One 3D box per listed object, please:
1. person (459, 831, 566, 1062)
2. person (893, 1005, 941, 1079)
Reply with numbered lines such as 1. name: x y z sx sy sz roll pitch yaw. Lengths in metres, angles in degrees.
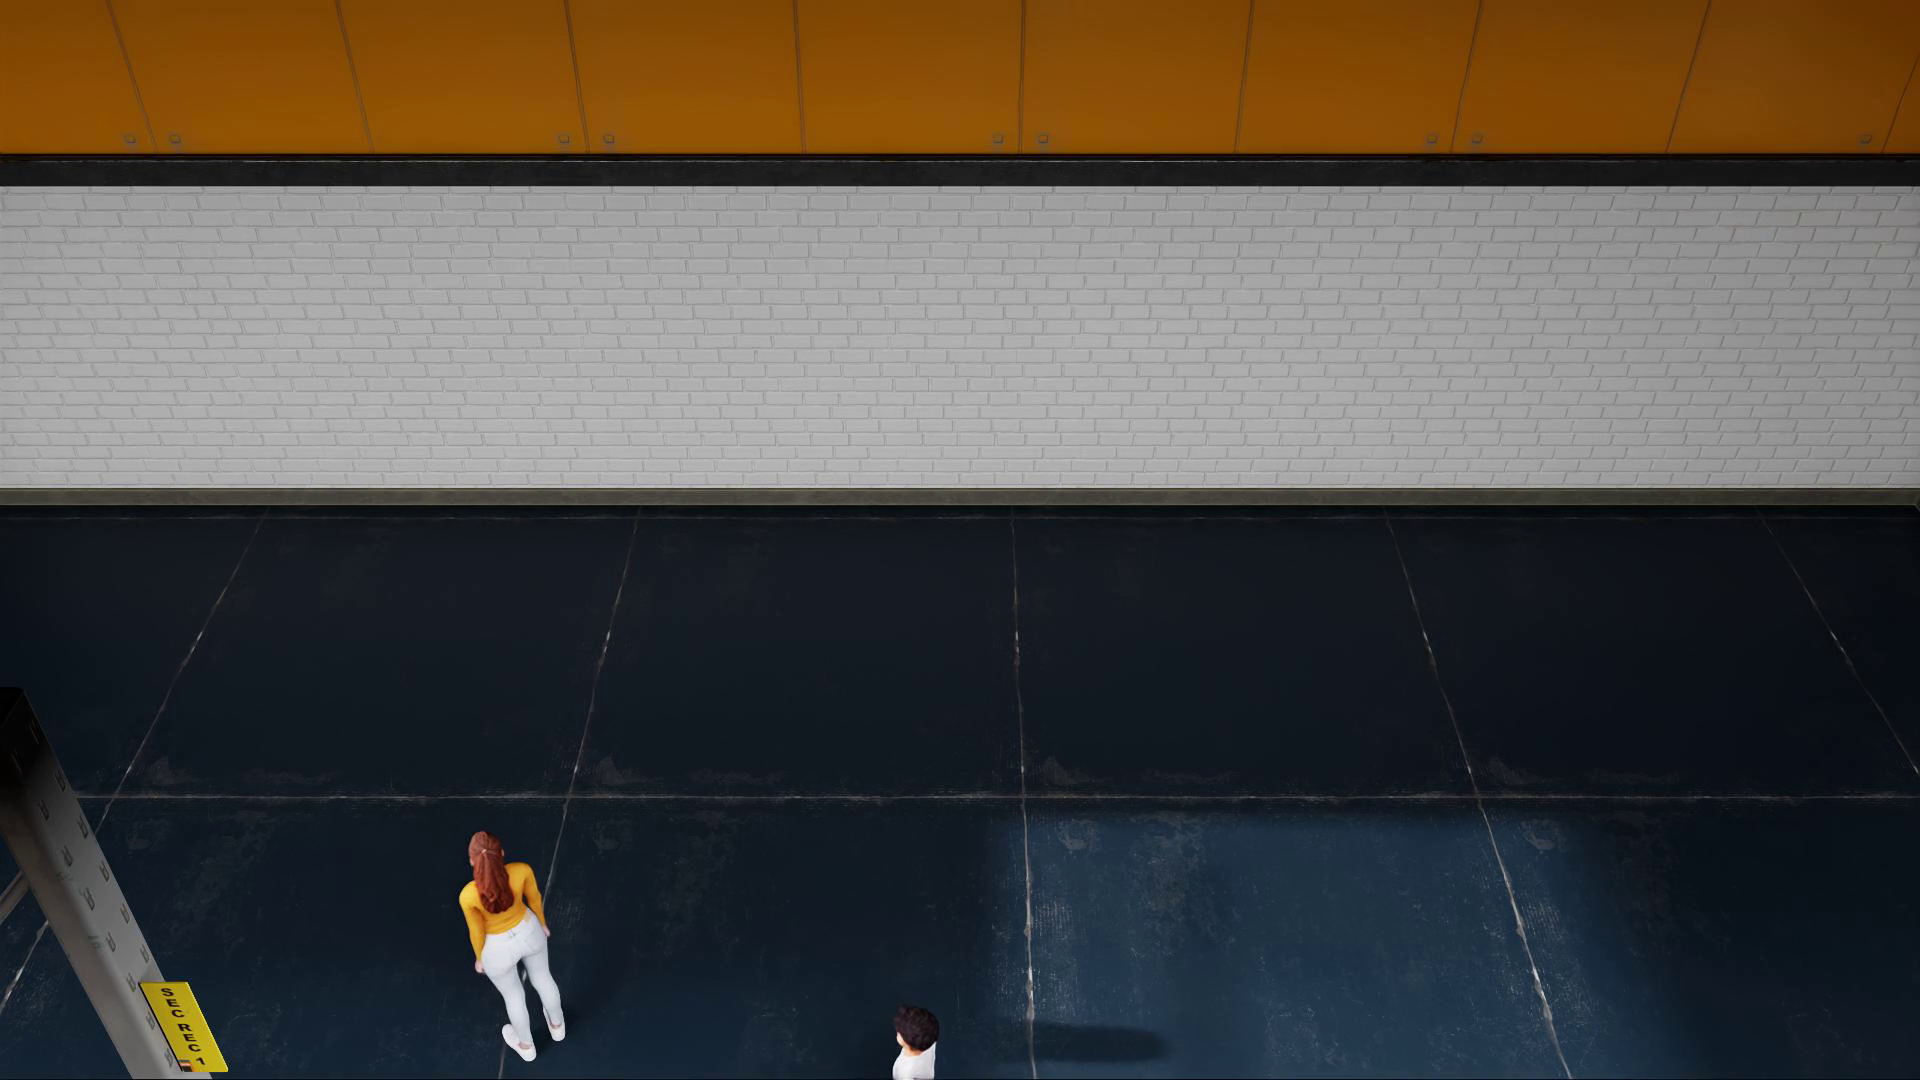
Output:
1. person: -2.407 2.175 8.958 0.692 1.751 0.734 -25 45 -28
2. person: -0.211 2.828 8.536 0.612 1.256 0.520 18 42 21
